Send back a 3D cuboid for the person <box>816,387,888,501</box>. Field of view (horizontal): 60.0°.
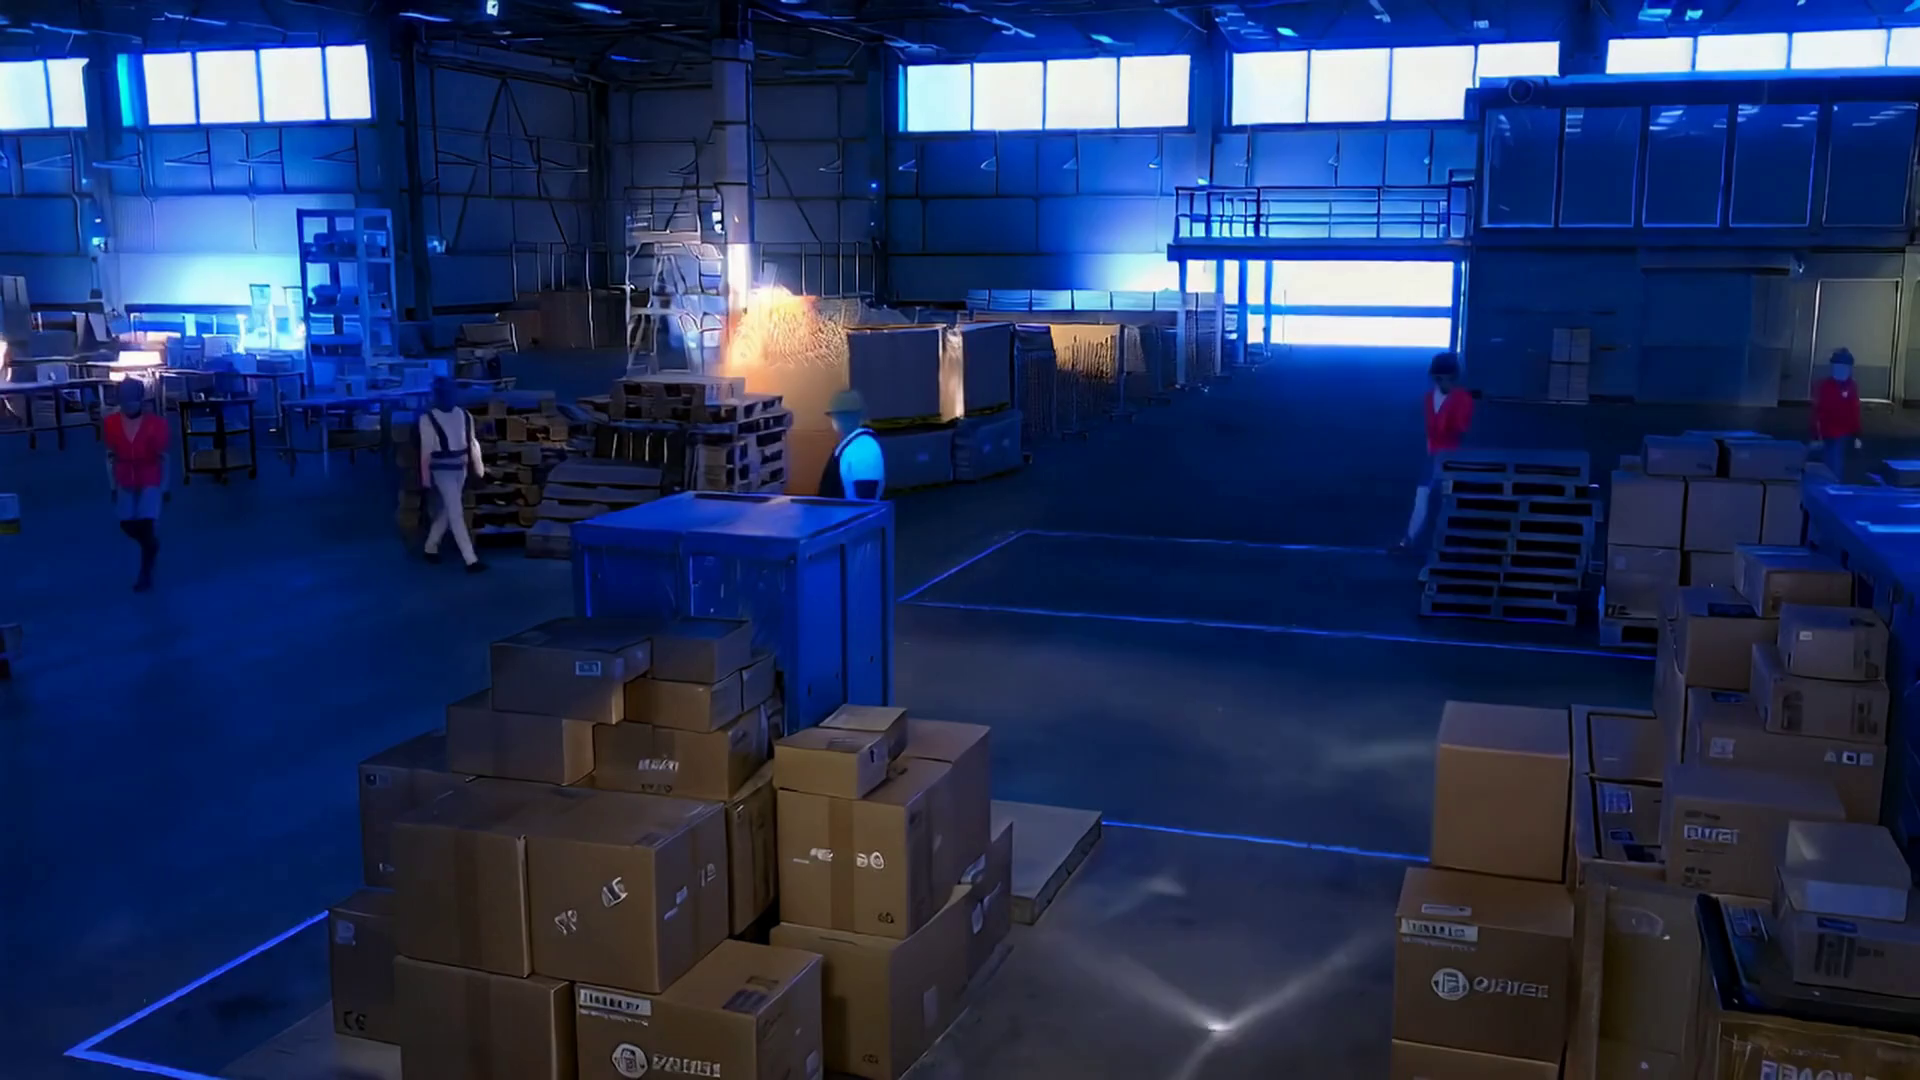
[{"bbox_3d":[-0.795,-0.143,12.247,0.544,2.000,0.712,-2,10,-10],"label":"person"}]

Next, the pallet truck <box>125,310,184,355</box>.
[{"bbox_3d":[-22.038,-5.665,45.457,0.704,1.261,1.522,3,11,17],"label":"pallet truck"}]

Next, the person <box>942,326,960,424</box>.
[{"bbox_3d":[-0.104,-2.504,26.336,0.327,1.761,0.522,5,11,27],"label":"person"}]

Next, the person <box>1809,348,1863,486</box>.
[{"bbox_3d":[9.870,-1.248,18.884,0.588,1.896,0.902,-4,11,-21],"label":"person"}]

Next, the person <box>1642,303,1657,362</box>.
[{"bbox_3d":[17.456,-5.381,42.093,0.652,1.906,0.403,-4,11,-23],"label":"person"}]

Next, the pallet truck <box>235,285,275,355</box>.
[{"bbox_3d":[-18.327,-5.835,44.421,0.823,1.965,1.885,4,11,23],"label":"pallet truck"}]

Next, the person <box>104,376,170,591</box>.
[{"bbox_3d":[-7.266,-0.527,14.801,0.570,1.905,0.721,-1,10,-3],"label":"person"}]

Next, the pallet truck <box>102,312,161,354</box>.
[{"bbox_3d":[-23.057,-5.777,46.261,0.680,1.201,1.601,3,11,19],"label":"pallet truck"}]

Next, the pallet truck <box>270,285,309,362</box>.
[{"bbox_3d":[-17.147,-5.700,43.663,0.823,1.965,1.885,3,11,17],"label":"pallet truck"}]

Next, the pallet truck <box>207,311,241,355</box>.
[{"bbox_3d":[-19.537,-5.575,44.913,0.653,1.274,1.630,3,11,19],"label":"pallet truck"}]

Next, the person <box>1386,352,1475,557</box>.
[{"bbox_3d":[4.588,-0.797,16.045,1.004,1.995,0.615,-6,12,-32],"label":"person"}]

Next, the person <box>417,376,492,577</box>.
[{"bbox_3d":[-4.739,-0.603,15.425,0.977,1.844,0.593,5,11,27],"label":"person"}]

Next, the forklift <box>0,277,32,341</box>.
[{"bbox_3d":[-27.151,-6.329,46.328,1.157,1.987,2.680,3,11,17],"label":"forklift"}]

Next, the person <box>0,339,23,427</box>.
[{"bbox_3d":[-15.615,-2.649,26.993,0.527,1.823,0.972,1,10,5],"label":"person"}]
